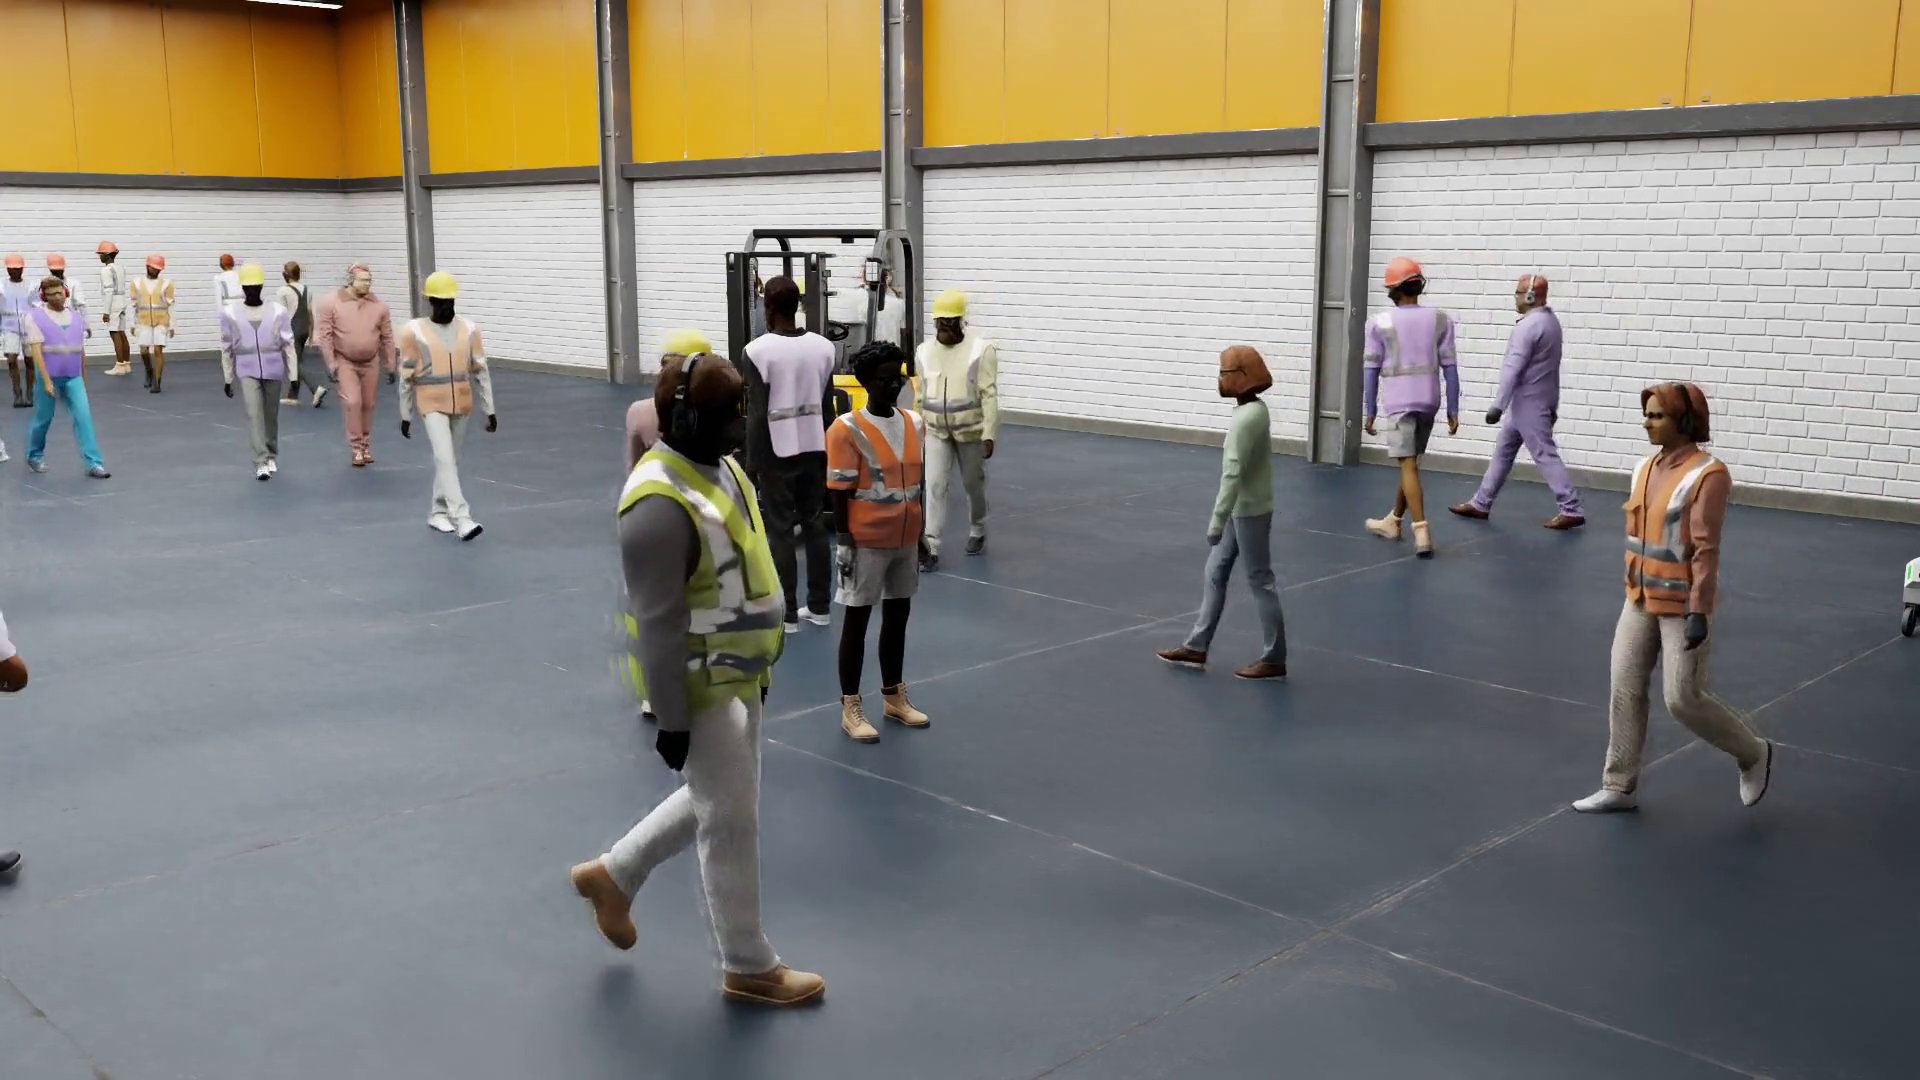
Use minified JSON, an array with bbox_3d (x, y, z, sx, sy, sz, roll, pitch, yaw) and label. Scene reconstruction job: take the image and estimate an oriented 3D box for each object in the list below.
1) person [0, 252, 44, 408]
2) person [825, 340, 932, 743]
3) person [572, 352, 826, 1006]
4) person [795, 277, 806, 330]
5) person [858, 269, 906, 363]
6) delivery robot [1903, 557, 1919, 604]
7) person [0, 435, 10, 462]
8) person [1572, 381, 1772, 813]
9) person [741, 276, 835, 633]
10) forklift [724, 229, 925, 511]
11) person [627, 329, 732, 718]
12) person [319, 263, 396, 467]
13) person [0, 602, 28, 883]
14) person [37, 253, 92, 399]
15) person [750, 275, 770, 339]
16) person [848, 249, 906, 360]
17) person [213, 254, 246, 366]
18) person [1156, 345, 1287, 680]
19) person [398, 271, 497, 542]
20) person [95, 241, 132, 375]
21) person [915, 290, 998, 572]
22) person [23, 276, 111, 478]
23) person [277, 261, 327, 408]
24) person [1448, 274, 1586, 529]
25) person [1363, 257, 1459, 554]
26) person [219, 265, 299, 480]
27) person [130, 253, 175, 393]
[{"bbox_3d":[-11.607,-2.578,20.535,0.581,1.915,0.679,-5,12,-27],"label":"person"},{"bbox_3d":[-0.335,0.001,7.080,0.541,1.696,0.316,-10,15,-44],"label":"person"},{"bbox_3d":[-0.752,0.388,4.612,0.712,1.826,0.634,1,10,7],"label":"person"},{"bbox_3d":[-1.391,-1.537,15.299,0.472,1.756,0.544,7,13,35],"label":"person"},{"bbox_3d":[-0.765,-1.645,15.674,0.551,1.831,0.693,-7,12,-33],"label":"person"},{"bbox_3d":[5.366,0.182,8.948,0.707,0.478,0.477,-10,14,-44],"label":"delivery robot"},{"bbox_3d":[-9.134,-1.451,15.287,0.530,1.594,0.865,-1,10,-6],"label":"person"},{"bbox_3d":[2.637,0.227,6.054,0.631,1.618,0.522,-2,11,-13],"label":"person"},{"bbox_3d":[-0.909,-0.456,8.969,0.597,1.915,0.371,-10,14,-44],"label":"person"},{"bbox_3d":[-1.050,-1.319,12.920,1.214,2.155,2.313,2,11,13],"label":"forklift"},{"bbox_3d":[-1.266,-0.091,7.536,0.534,1.716,0.894,1,10,5],"label":"person"},{"bbox_3d":[-5.549,-1.616,15.411,0.682,1.869,0.719,-8,13,-37],"label":"person"},{"bbox_3d":[-3.150,0.306,5.133,0.600,1.804,0.764,5,12,26],"label":"person"},{"bbox_3d":[-11.732,-2.800,21.813,0.579,1.884,0.902,-7,13,-35],"label":"person"},{"bbox_3d":[-2.611,-2.550,21.161,0.507,1.633,0.277,-10,15,-44],"label":"person"},{"bbox_3d":[-0.824,-1.871,16.344,0.872,2.000,0.694,6,12,29],"label":"person"},{"bbox_3d":[-11.687,-3.689,26.822,0.583,1.847,0.944,-10,14,-42],"label":"person"},{"bbox_3d":[1.252,-0.124,7.975,0.740,1.600,0.527,2,11,13],"label":"person"},{"bbox_3d":[-3.575,-0.937,11.694,0.613,1.871,0.973,-9,14,-41],"label":"person"},{"bbox_3d":[-12.957,-3.537,25.427,0.373,2.043,0.614,-1,10,-5],"label":"person"},{"bbox_3d":[-0.015,-0.726,10.819,0.599,1.789,0.921,3,11,17],"label":"person"},{"bbox_3d":[-7.997,-1.440,14.724,1.021,1.789,0.554,6,12,31],"label":"person"},{"bbox_3d":[-8.216,-2.552,20.679,0.818,1.822,0.516,4,11,22],"label":"person"},{"bbox_3d":[4.165,-1.015,12.206,1.033,1.858,0.647,6,12,30],"label":"person"},{"bbox_3d":[3.067,-0.910,11.285,0.612,1.996,0.981,-2,11,-10],"label":"person"},{"bbox_3d":[-6.176,-1.484,14.690,0.604,1.871,0.980,-5,11,-25],"label":"person"},{"bbox_3d":[-10.965,-2.943,22.593,0.597,1.897,0.492,-4,11,-19],"label":"person"}]
